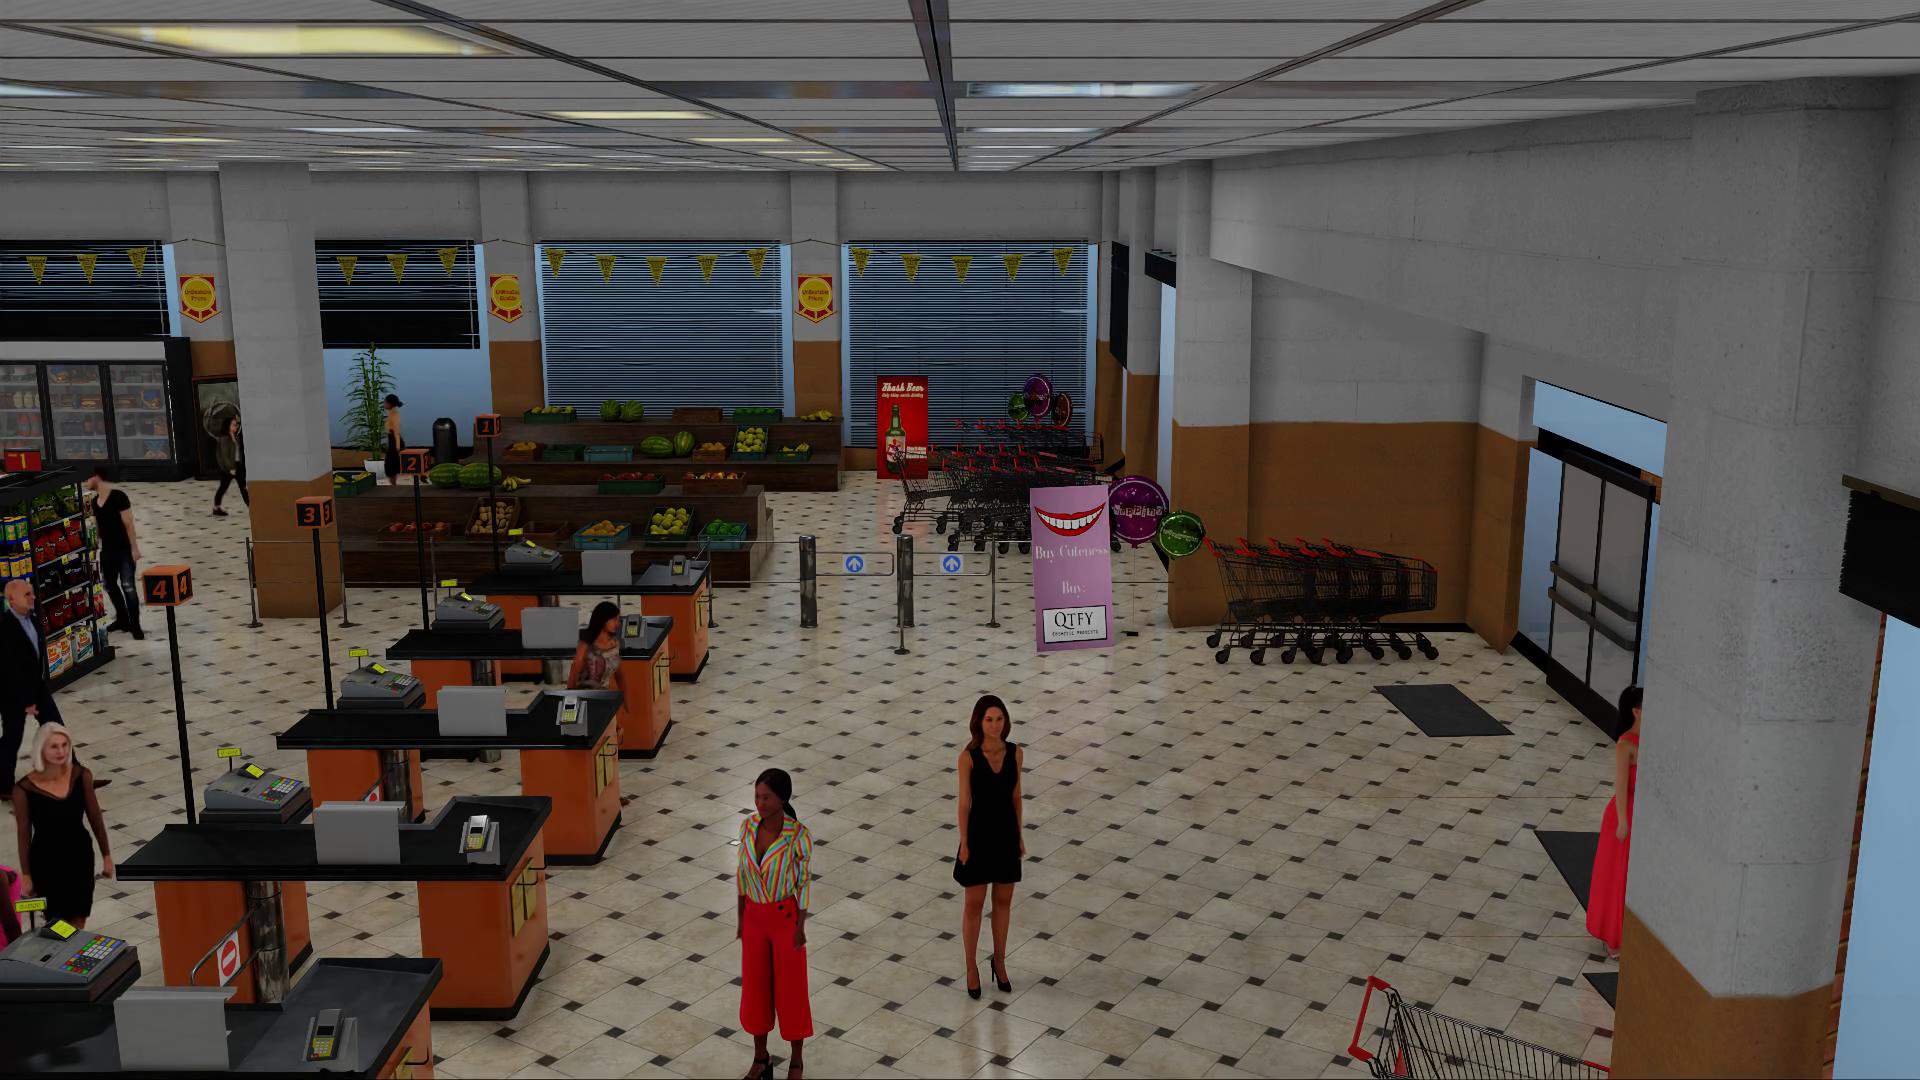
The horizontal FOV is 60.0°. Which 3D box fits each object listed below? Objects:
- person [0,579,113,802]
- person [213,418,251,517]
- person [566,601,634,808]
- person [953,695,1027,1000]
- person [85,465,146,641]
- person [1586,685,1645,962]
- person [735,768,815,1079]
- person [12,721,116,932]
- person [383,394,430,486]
[{"bbox_3d":[-7.311,1.189,12.837,1.066,1.768,0.718,1,12,5],"label":"person"},{"bbox_3d":[-10.659,-1.025,24.144,1.026,1.440,0.712,2,12,11],"label":"person"},{"bbox_3d":[-2.897,1.277,12.830,0.955,1.597,0.828,8,14,33],"label":"person"},{"bbox_3d":[0.180,1.800,9.771,0.585,1.835,0.709,-5,13,-22],"label":"person"},{"bbox_3d":[-8.893,0.131,17.658,0.674,1.850,0.931,1,12,2],"label":"person"},{"bbox_3d":[4.160,1.740,10.315,0.701,1.727,0.774,-10,15,-39],"label":"person"},{"bbox_3d":[-0.971,2.047,8.699,0.572,1.793,0.718,4,12,18],"label":"person"},{"bbox_3d":[-5.226,1.882,9.665,1.020,1.719,0.944,10,16,41],"label":"person"},{"bbox_3d":[-8.570,-1.418,25.538,0.946,1.635,0.702,-3,12,-14],"label":"person"}]
